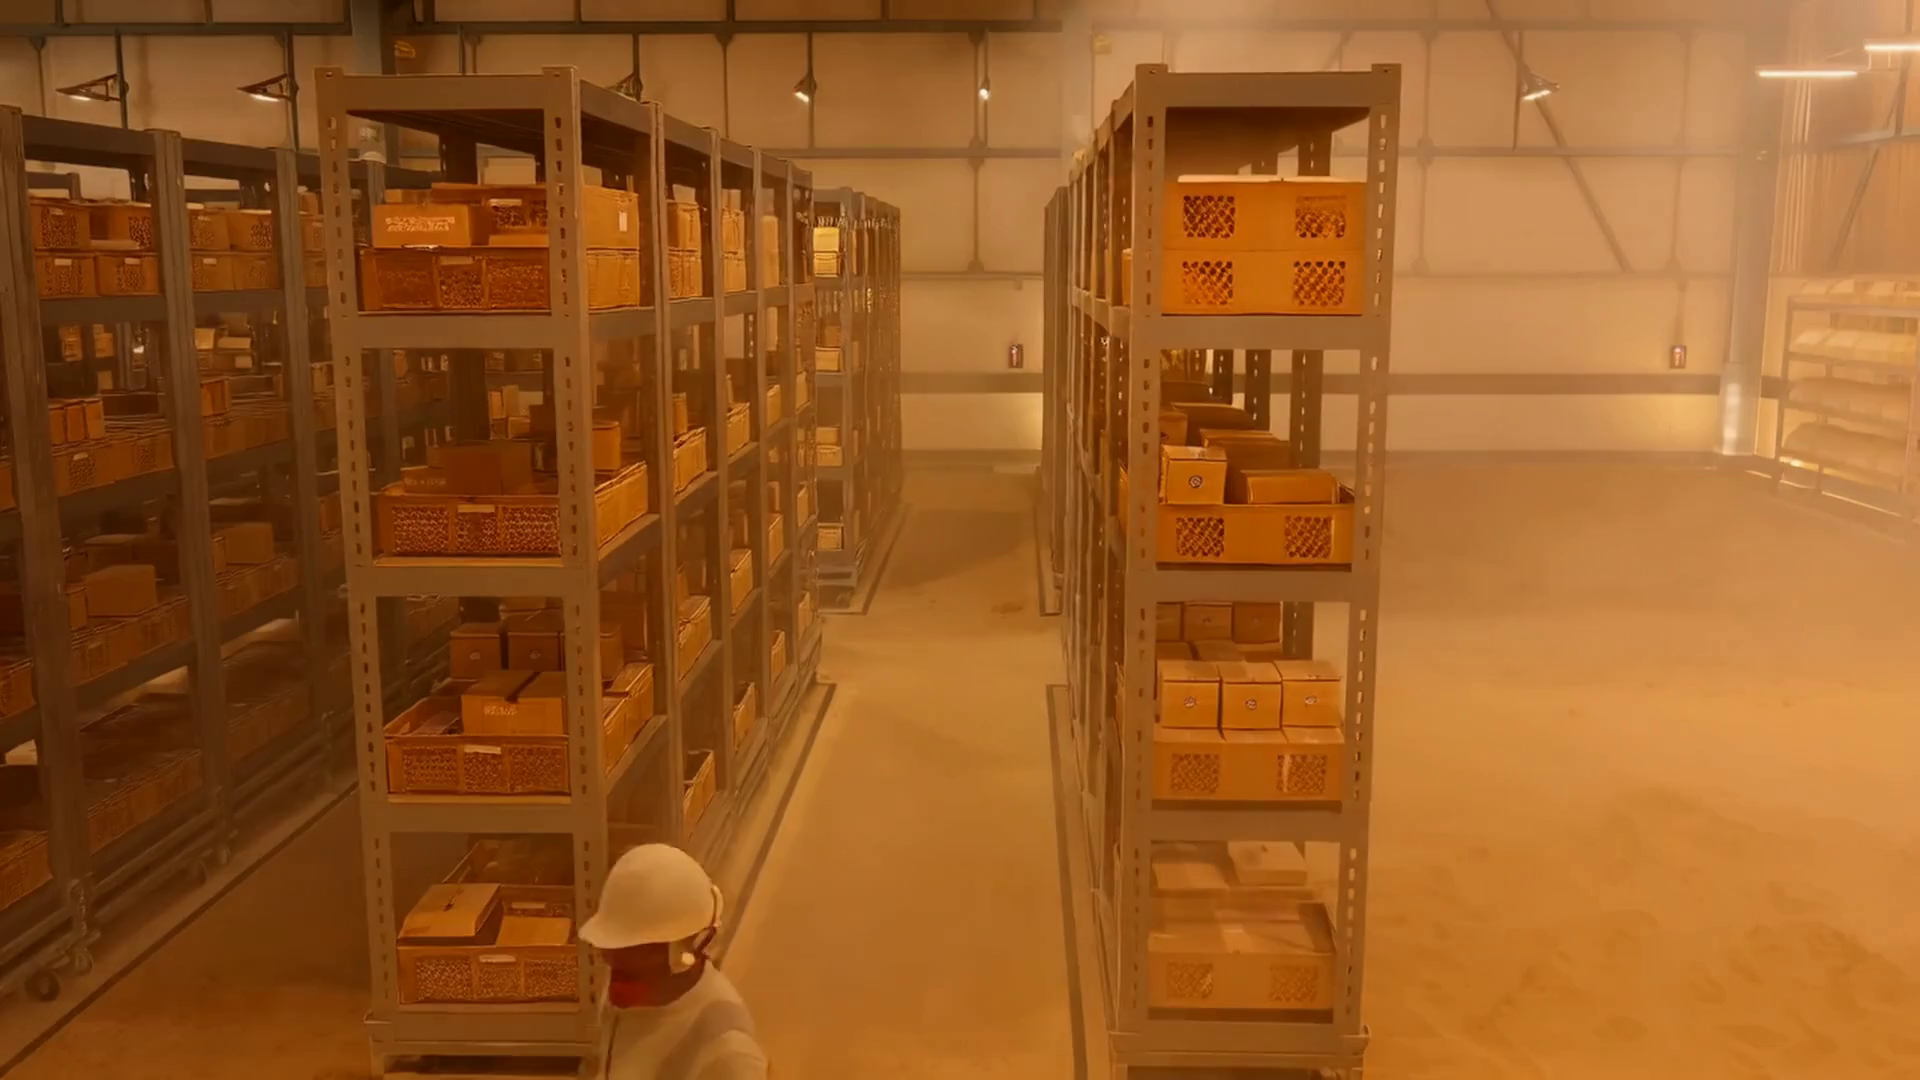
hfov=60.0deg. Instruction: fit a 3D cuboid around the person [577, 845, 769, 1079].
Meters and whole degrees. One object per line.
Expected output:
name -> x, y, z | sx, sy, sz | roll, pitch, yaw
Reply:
person -> -0.638, 1.519, 3.726 | 0.922, 1.792, 0.585 | -5, 11, -28
